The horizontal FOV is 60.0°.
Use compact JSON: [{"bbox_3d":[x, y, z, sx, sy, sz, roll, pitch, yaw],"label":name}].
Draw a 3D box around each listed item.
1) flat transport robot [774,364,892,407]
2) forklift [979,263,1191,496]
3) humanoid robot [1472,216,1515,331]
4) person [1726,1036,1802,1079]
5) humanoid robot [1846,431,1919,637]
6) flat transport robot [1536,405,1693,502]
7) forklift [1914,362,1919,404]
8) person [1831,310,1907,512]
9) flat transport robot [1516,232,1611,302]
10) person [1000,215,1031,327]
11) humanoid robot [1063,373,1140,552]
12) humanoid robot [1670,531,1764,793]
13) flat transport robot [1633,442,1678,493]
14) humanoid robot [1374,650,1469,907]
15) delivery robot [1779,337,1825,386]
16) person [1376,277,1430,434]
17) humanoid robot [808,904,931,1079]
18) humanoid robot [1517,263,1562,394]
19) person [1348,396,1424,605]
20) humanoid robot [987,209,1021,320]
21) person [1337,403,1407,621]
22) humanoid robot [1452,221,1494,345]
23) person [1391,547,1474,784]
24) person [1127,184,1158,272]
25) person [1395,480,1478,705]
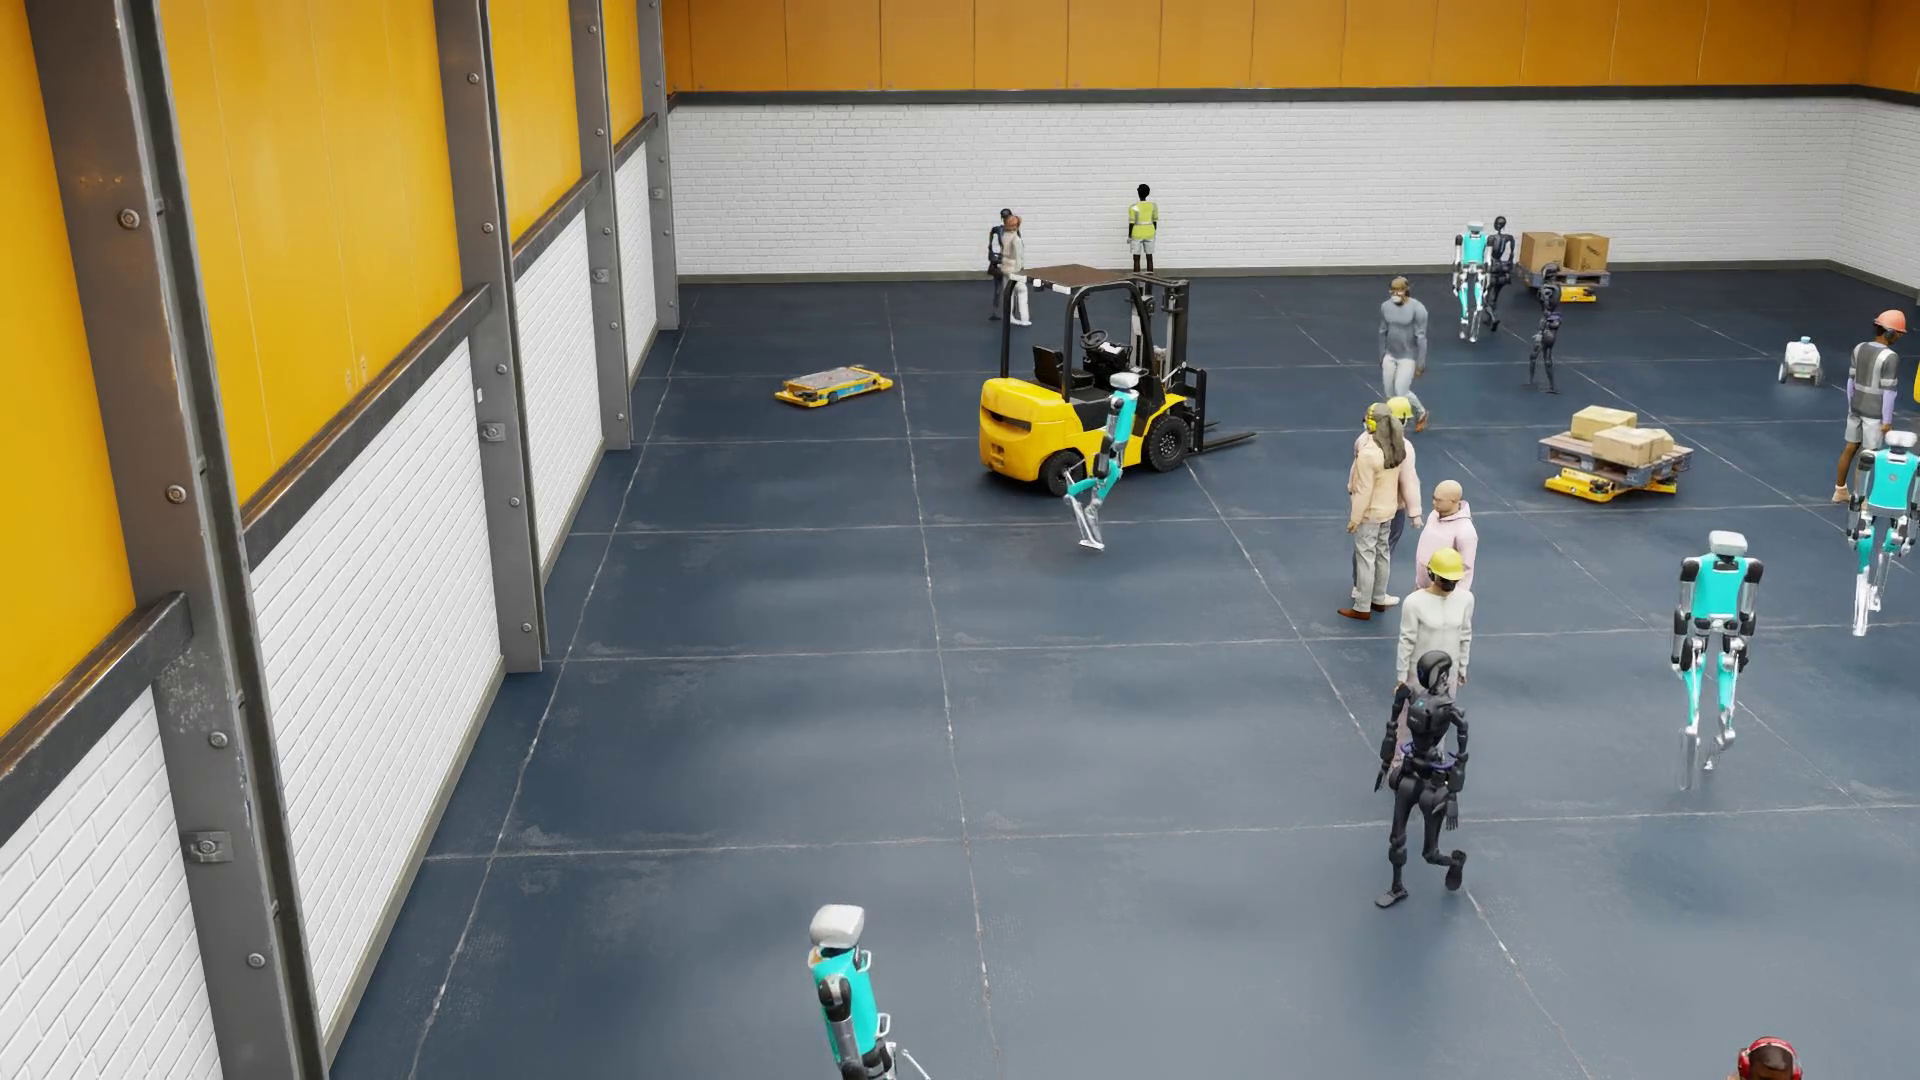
[{"bbox_3d":[-1.582,-1.935,20.901,0.659,0.231,1.431,18,26,39],"label":"flat transport robot"},{"bbox_3d":[1.315,-1.764,17.646,2.313,2.155,1.214,-14,24,-33],"label":"forklift"},{"bbox_3d":[7.814,-3.886,24.212,0.601,1.639,0.688,-4,21,-11],"label":"humanoid robot"},{"bbox_3d":[3.057,2.614,6.510,0.458,1.644,0.313,5,21,13],"label":"person"},{"bbox_3d":[7.711,-0.131,13.921,0.531,1.785,1.014,10,23,26],"label":"humanoid robot"},{"bbox_3d":[6.864,-0.697,17.526,1.431,0.231,0.659,-15,25,-36],"label":"flat transport robot"},{"bbox_3d":[12.602,-2.435,19.475,2.313,2.155,1.214,-1,20,-4],"label":"forklift"},{"bbox_3d":[9.086,-1.285,16.574,0.385,2.034,0.604,-3,20,-9],"label":"person"},{"bbox_3d":[9.646,-4.055,26.676,0.659,0.231,1.431,1,20,3],"label":"flat transport robot"},{"bbox_3d":[0.830,-3.943,24.404,0.445,1.625,0.523,-11,23,-28],"label":"person"},{"bbox_3d":[1.240,-0.658,15.400,0.772,1.862,0.570,10,22,24],"label":"humanoid robot"},{"bbox_3d":[5.109,0.898,11.153,0.531,1.814,0.815,1,20,3],"label":"humanoid robot"},{"bbox_3d":[7.346,-0.824,17.872,0.659,0.231,1.431,8,22,20],"label":"flat transport robot"},{"bbox_3d":[2.773,1.385,9.822,0.589,1.637,0.608,-14,25,-34],"label":"humanoid robot"},{"bbox_3d":[10.908,-2.322,21.541,0.499,0.595,0.797,7,21,19],"label":"delivery robot"},{"bbox_3d":[5.027,-2.051,18.841,0.558,1.909,0.662,-13,24,-31],"label":"person"},{"bbox_3d":[-0.214,2.371,7.077,0.818,1.791,0.568,-1,20,-2],"label":"humanoid robot"},{"bbox_3d":[7.319,-2.652,20.831,0.591,1.644,0.587,9,22,22],"label":"humanoid robot"},{"bbox_3d":[3.603,-0.321,14.208,0.433,1.854,0.813,-13,24,-31],"label":"person"},{"bbox_3d":[0.671,-4.141,24.938,0.590,1.622,0.758,10,22,25],"label":"humanoid robot"},{"bbox_3d":[3.481,-0.234,13.941,0.549,1.875,0.413,-18,27,-41],"label":"person"},{"bbox_3d":[7.113,-3.495,23.105,0.539,1.759,1.060,4,21,11],"label":"humanoid robot"},{"bbox_3d":[3.154,0.871,11.093,0.527,1.759,0.335,-4,21,-11],"label":"person"},{"bbox_3d":[2.952,-4.911,26.932,0.530,1.697,0.322,-6,21,-16],"label":"person"},{"bbox_3d":[3.584,0.396,12.353,0.405,1.780,0.523,-8,22,-21],"label":"person"}]
